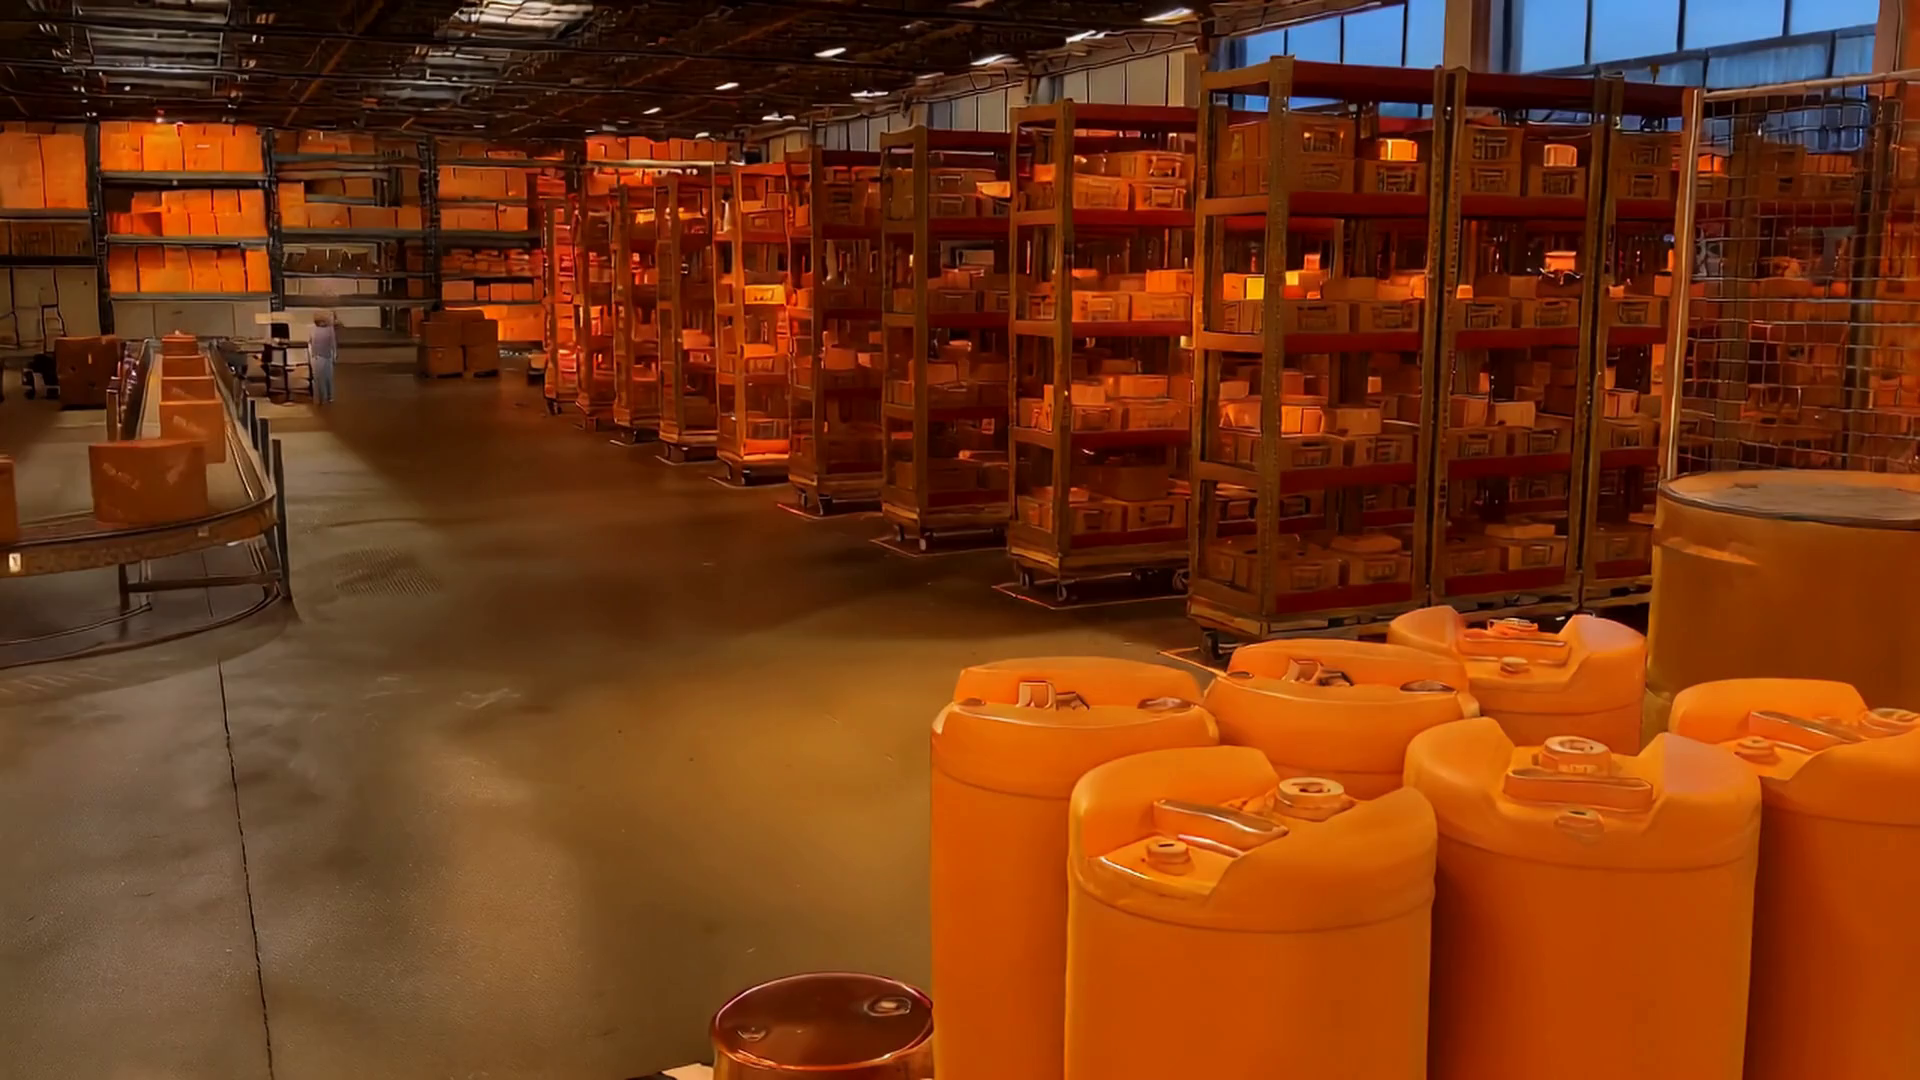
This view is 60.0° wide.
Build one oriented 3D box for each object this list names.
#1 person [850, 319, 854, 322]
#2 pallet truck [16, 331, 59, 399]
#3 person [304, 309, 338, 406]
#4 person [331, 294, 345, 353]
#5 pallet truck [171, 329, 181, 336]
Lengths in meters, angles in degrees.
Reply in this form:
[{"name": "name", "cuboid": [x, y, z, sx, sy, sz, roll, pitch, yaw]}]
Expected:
[{"name": "person", "cuboid": [-3.677, -7.316, 54.466, 0.634, 1.911, 0.805, -2, 9, -10]}, {"name": "pallet truck", "cuboid": [-17.082, -3.353, 31.781, 1.630, 1.274, 0.653, -4, 10, -25]}, {"name": "person", "cuboid": [-11.515, -3.288, 29.974, 0.543, 1.751, 0.402, -3, 10, -18]}, {"name": "person", "cuboid": [-18.488, -6.422, 49.377, 0.319, 1.769, 0.523, -4, 10, -26]}, {"name": "pallet truck", "cuboid": [-17.275, -3.851, 35.096, 1.601, 1.201, 0.680, 0, 9, 1]}]
